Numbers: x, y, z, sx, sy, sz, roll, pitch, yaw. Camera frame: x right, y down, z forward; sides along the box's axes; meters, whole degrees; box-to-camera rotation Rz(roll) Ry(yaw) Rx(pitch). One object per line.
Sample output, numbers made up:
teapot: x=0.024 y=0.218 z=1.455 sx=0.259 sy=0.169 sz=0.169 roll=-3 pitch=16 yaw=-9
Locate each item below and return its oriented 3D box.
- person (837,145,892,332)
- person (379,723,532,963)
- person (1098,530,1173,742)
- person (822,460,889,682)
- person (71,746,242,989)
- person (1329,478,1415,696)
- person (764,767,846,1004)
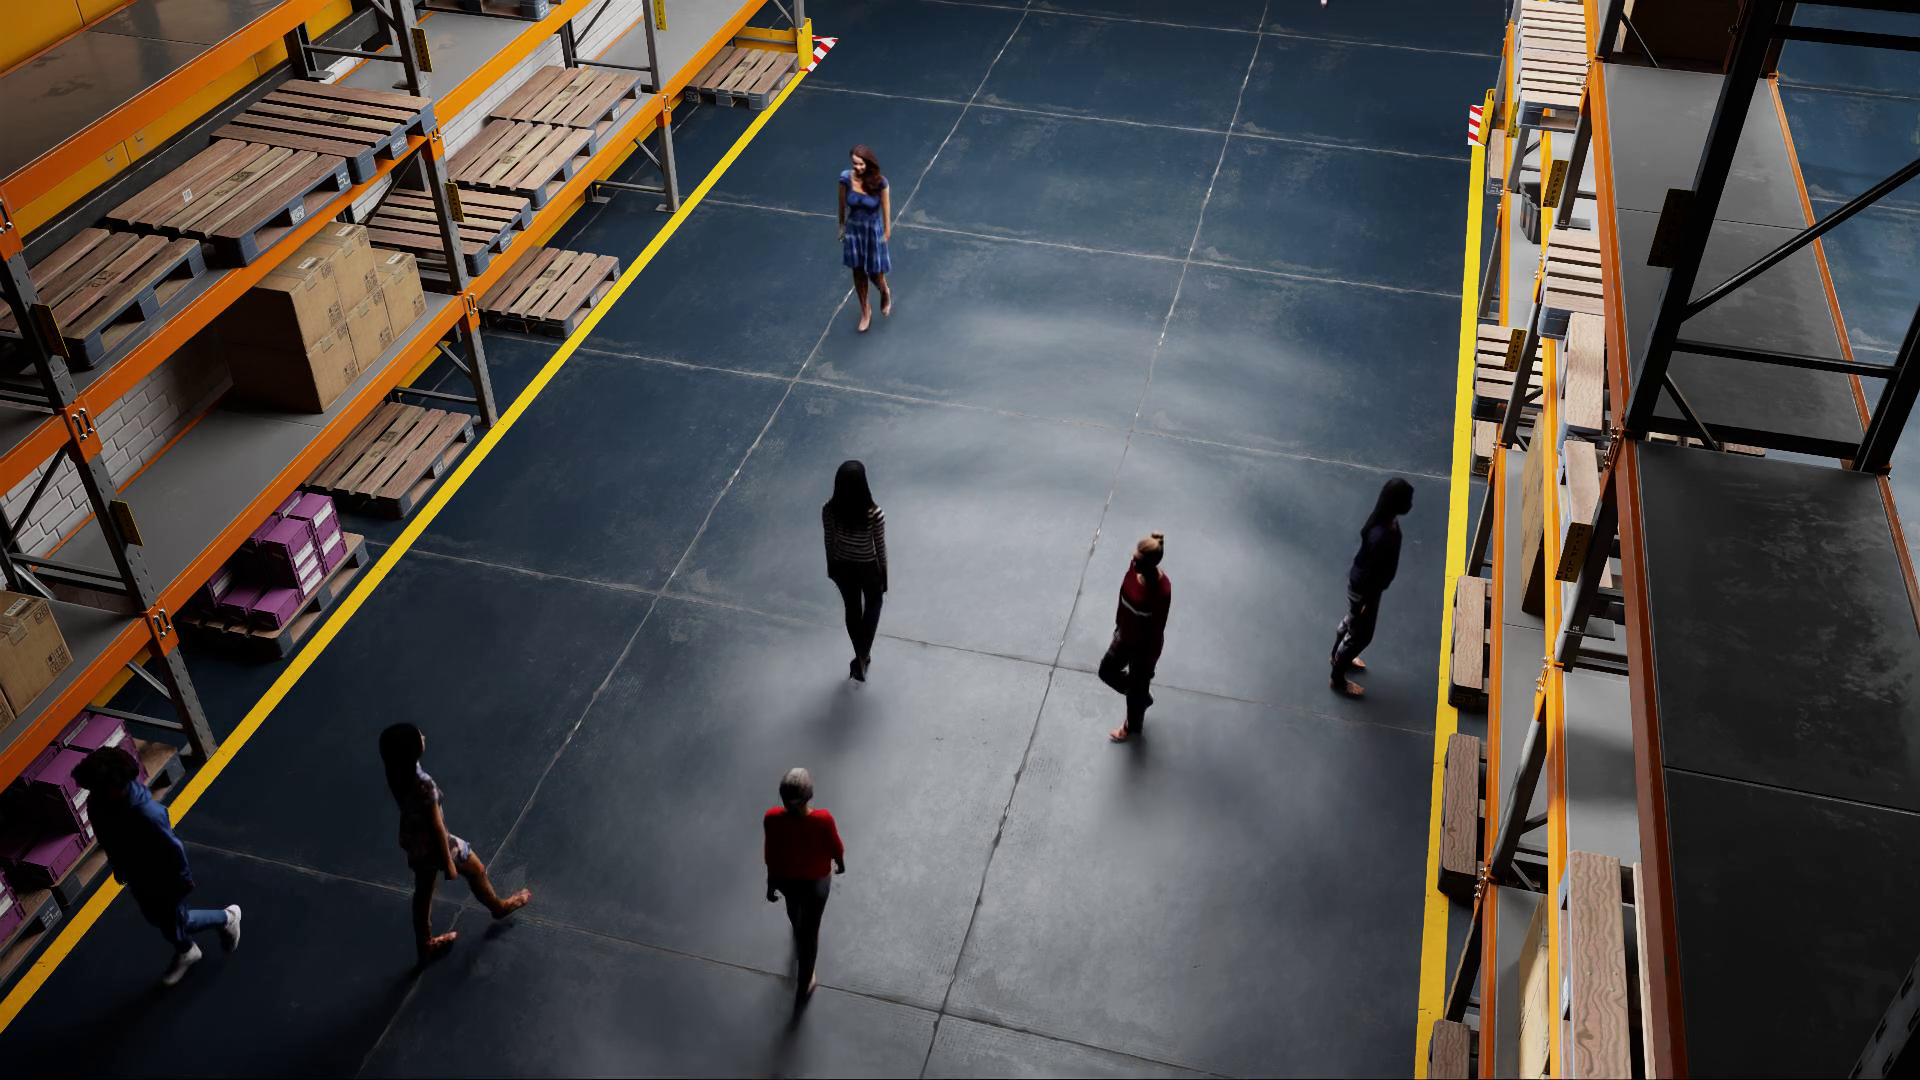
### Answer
person: x=-0.819 y=-2.709 z=14.816 sx=0.670 sy=1.793 sz=0.730 roll=12 pitch=40 yaw=15
person: x=-3.040 y=1.742 z=9.313 sx=0.896 sy=1.706 sz=1.059 roll=29 pitch=47 yaw=32
person: x=1.208 y=0.611 z=10.736 sx=0.835 sy=1.697 sz=0.773 roll=-19 pitch=42 yaw=-22
person: x=-0.720 y=0.282 z=11.078 sx=0.610 sy=1.785 sz=0.739 roll=7 pitch=39 yaw=8
person: x=-4.416 y=1.761 z=9.217 sx=0.756 sy=1.795 sz=0.819 roll=18 pitch=42 yaw=21
person: x=2.727 y=0.271 z=11.141 sx=0.658 sy=1.723 sz=0.498 roll=11 pitch=40 yaw=14
person: x=-0.873 y=1.933 z=9.096 sx=0.688 sy=1.677 sz=0.911 roll=2 pitch=39 yaw=2
